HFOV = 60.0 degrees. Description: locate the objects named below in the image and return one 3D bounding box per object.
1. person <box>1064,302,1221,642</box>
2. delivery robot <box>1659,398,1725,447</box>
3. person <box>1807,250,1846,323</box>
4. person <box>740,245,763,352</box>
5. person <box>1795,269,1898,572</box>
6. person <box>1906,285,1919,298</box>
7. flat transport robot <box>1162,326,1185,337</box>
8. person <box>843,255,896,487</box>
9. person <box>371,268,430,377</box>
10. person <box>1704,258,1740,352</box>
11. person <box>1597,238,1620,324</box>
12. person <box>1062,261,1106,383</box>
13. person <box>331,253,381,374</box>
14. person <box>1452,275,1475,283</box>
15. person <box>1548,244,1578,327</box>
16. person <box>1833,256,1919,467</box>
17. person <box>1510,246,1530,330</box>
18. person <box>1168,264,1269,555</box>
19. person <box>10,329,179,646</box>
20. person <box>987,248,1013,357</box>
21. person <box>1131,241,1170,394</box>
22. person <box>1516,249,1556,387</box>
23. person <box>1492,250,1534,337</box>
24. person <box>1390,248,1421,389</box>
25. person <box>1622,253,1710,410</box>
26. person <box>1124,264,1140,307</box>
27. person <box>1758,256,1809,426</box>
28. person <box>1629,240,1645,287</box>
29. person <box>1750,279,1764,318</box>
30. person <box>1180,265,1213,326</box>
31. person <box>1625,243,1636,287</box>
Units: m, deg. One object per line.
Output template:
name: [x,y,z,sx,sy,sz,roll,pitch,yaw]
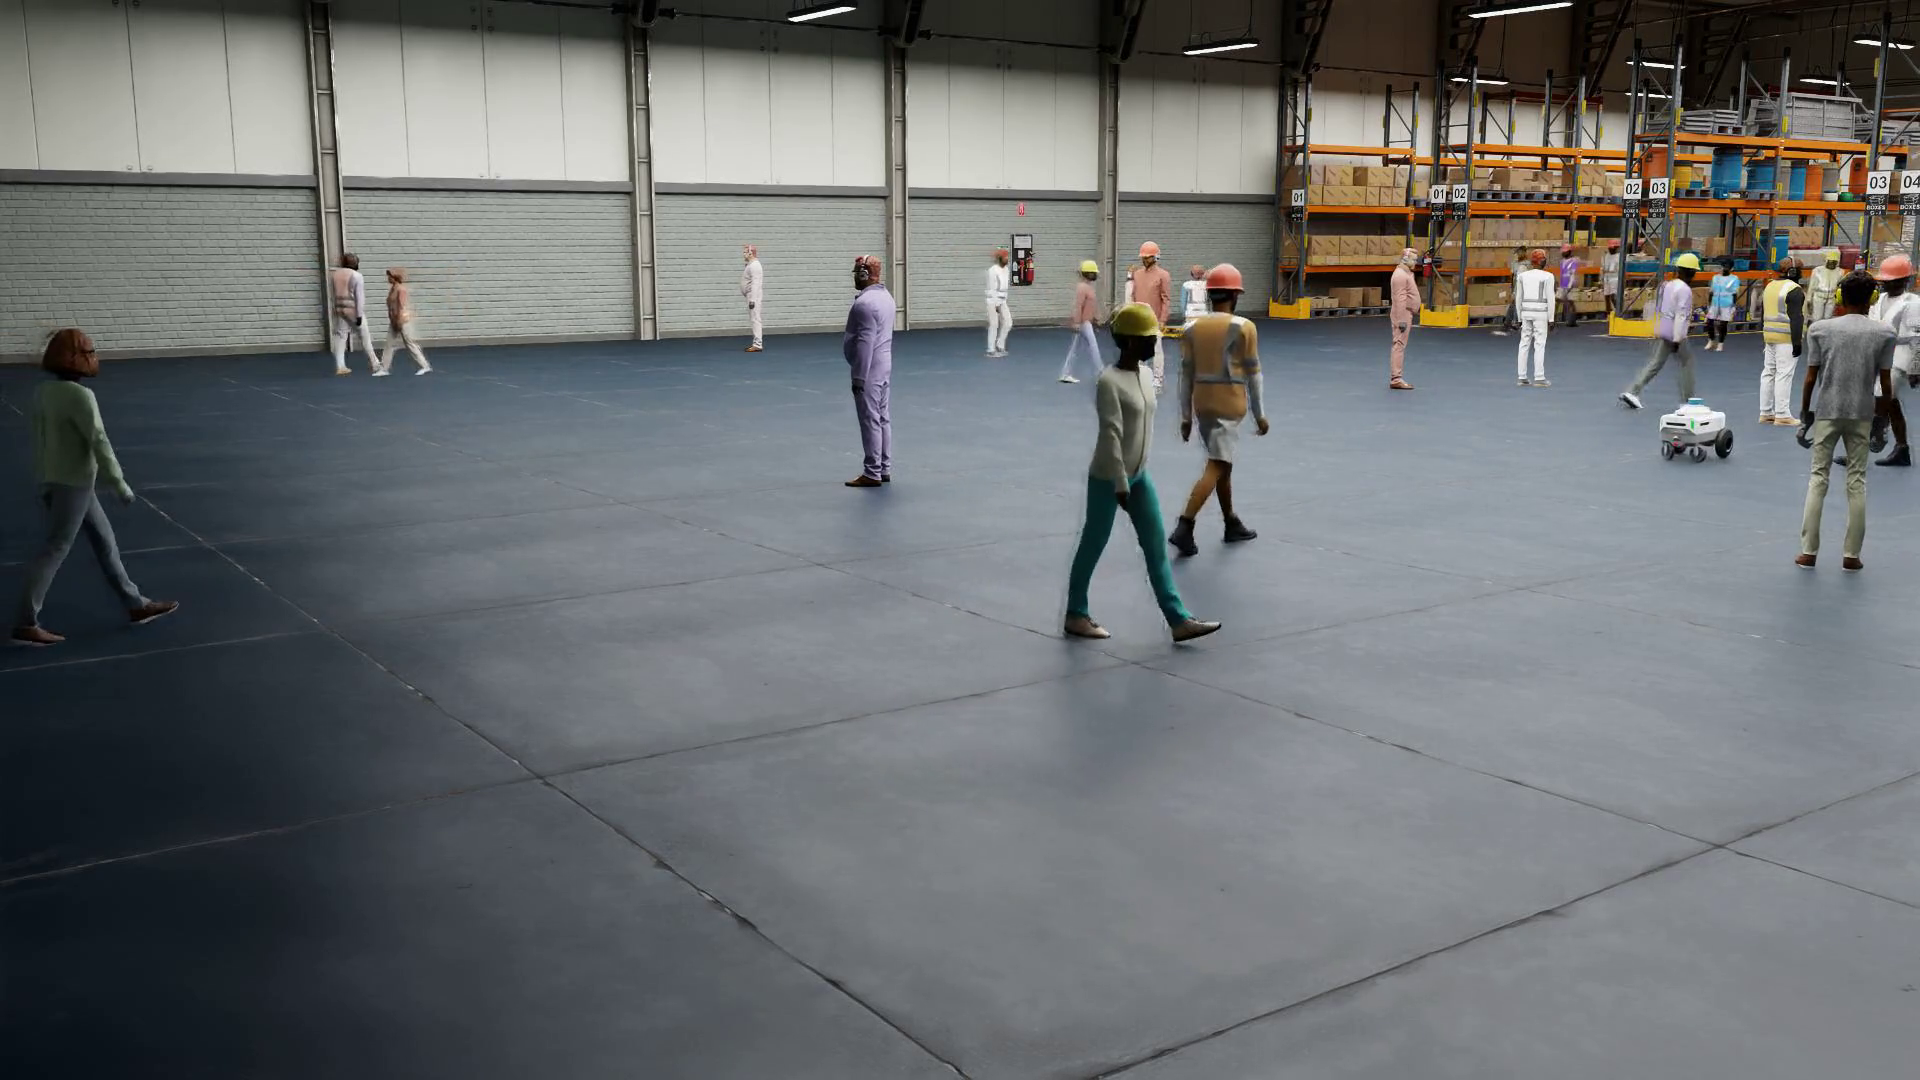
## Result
person: [0.887,-0.316,8.339,0.877,1.720,0.545,8,13,36]
delivery robot: [6.812,-1.074,15.464,0.707,0.478,0.477,-9,14,-41]
person: [15.915,-4.399,30.527,0.602,1.798,0.672,2,11,13]
person: [-3.745,-4.341,29.921,0.399,1.909,0.642,-1,10,-5]
person: [5.455,-0.731,10.267,0.509,1.863,0.311,5,11,24]
person: [19.681,-5.024,34.135,0.362,1.728,0.517,-8,13,-37]
flat transport robot: [4.727,-4.292,34.141,1.431,0.197,0.652,-6,12,-28]
person: [-0.764,-1.396,13.777,0.408,1.906,0.652,3,11,14]
person: [-8.299,-3.220,24.634,0.833,1.599,0.529,-9,13,-40]
person: [13.624,-4.186,29.707,0.368,1.671,0.546,-10,14,-43]
person: [15.422,-6.131,39.421,0.435,2.029,0.629,-7,12,-32]
person: [1.828,-3.040,23.284,0.895,1.712,0.547,3,11,17]
person: [-9.172,-3.428,25.219,0.632,1.797,0.928,4,11,20]
person: [12.299,-6.219,40.511,0.807,1.807,0.600,-8,13,-37]
person: [13.739,-5.785,37.869,0.989,1.884,0.562,-5,11,-25]
person: [8.168,-1.564,14.770,0.921,1.881,0.654,-1,10,-4]
person: [12.374,-5.551,36.678,0.329,1.865,0.514,-7,12,-33]
person: [1.669,-0.861,10.923,0.996,1.898,0.540,-9,14,-41]
person: [-4.510,-0.278,8.513,0.863,1.589,0.497,-10,14,-43]
person: [0.670,-4.047,28.447,0.497,1.864,0.582,8,13,36]
person: [2.473,-2.907,21.821,0.611,1.995,0.377,10,14,44]
person: [7.945,-3.056,22.950,0.355,1.882,0.575,-8,13,-38]
person: [11.577,-5.084,34.303,0.971,1.800,0.524,4,11,21]
person: [6.040,-3.001,22.599,0.407,1.902,0.638,3,11,16]
person: [8.445,-2.468,19.800,0.995,1.884,0.598,0,10,0]
person: [2.824,-3.618,26.723,0.483,1.620,0.513,-5,11,-25]
person: [9.035,-2.174,18.226,0.429,1.844,0.626,-1,10,-6]
person: [18.587,-7.274,45.830,0.829,1.961,0.653,-4,11,-21]
person: [19.534,-6.092,40.437,0.863,1.585,0.522,-5,12,-26]
person: [3.755,-3.540,26.318,0.521,1.621,0.522,-1,10,-7]
person: [18.115,-7.090,45.020,0.779,1.885,0.635,-1,10,-6]
